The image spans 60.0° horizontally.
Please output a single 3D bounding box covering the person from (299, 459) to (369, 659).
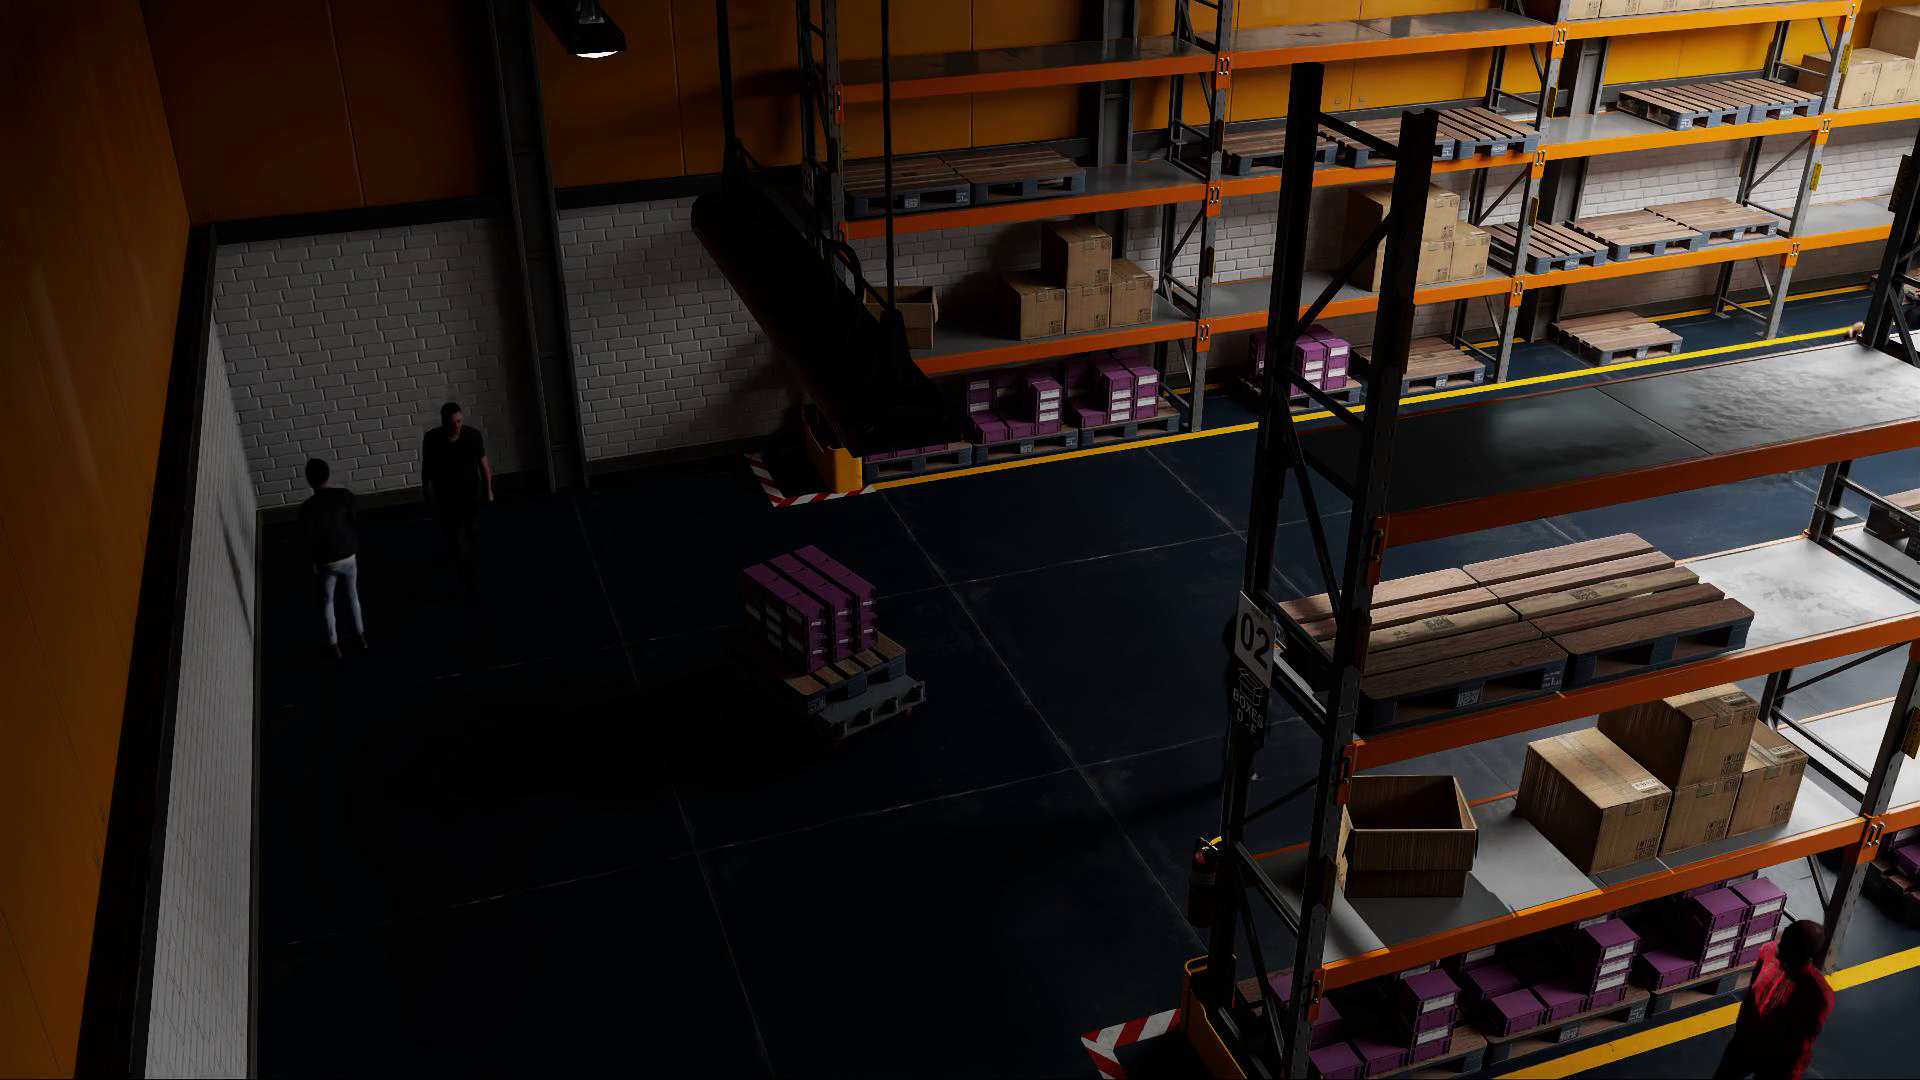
[{"bbox_3d":[-5.211,0.155,13.947,0.842,1.833,0.732,22,36,35],"label":"person"}]

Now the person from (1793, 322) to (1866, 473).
[{"bbox_3d":[8.912,-1.397,16.952,1.065,1.679,0.687,-7,29,-13],"label":"person"}]

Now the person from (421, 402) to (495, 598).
[{"bbox_3d":[-4.586,-0.462,15.129,1.206,1.784,0.896,-12,31,-21],"label":"person"}]

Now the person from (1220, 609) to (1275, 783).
[{"bbox_3d":[2.061,1.134,12.392,0.616,1.604,0.617,-13,31,-23],"label":"person"}]

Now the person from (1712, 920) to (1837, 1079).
[{"bbox_3d":[4.519,2.790,9.142,0.782,1.809,0.666,-9,30,-15],"label":"person"}]
